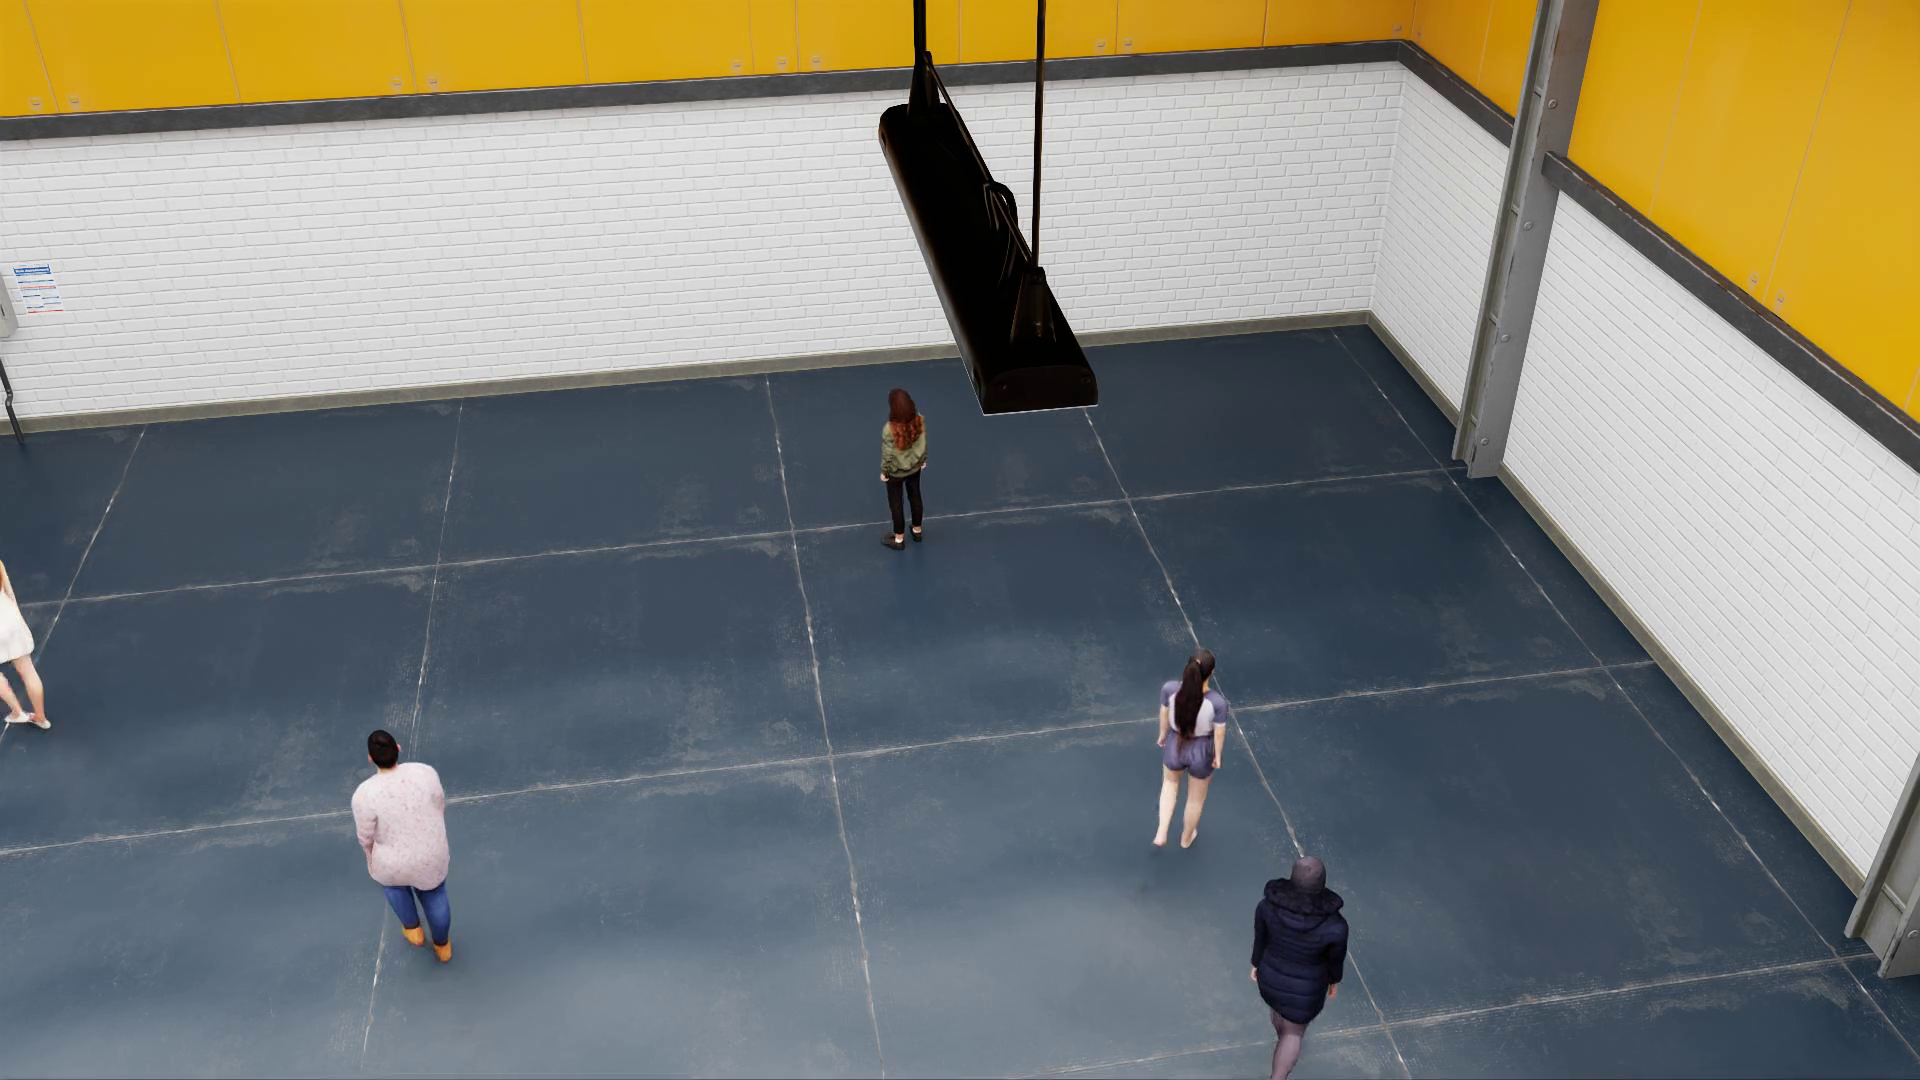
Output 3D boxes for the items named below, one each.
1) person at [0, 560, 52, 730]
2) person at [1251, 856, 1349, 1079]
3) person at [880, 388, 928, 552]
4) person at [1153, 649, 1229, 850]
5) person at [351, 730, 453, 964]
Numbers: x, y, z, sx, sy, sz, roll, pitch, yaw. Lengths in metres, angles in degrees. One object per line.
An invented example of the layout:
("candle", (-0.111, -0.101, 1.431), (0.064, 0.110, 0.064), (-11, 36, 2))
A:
("person", (-6.757, 0.666, 11.793), (0.759, 1.699, 0.700), (22, 39, 29))
("person", (1.817, 2.446, 9.156), (1.036, 1.654, 1.152), (16, 37, 23))
("person", (-0.463, -0.613, 13.921), (0.663, 1.474, 0.647), (-18, 38, -25))
("person", (1.454, 1.412, 10.723), (0.764, 1.641, 0.824), (15, 36, 21))
("person", (-3.280, 1.883, 9.936), (0.789, 1.728, 0.777), (-17, 37, -24))
